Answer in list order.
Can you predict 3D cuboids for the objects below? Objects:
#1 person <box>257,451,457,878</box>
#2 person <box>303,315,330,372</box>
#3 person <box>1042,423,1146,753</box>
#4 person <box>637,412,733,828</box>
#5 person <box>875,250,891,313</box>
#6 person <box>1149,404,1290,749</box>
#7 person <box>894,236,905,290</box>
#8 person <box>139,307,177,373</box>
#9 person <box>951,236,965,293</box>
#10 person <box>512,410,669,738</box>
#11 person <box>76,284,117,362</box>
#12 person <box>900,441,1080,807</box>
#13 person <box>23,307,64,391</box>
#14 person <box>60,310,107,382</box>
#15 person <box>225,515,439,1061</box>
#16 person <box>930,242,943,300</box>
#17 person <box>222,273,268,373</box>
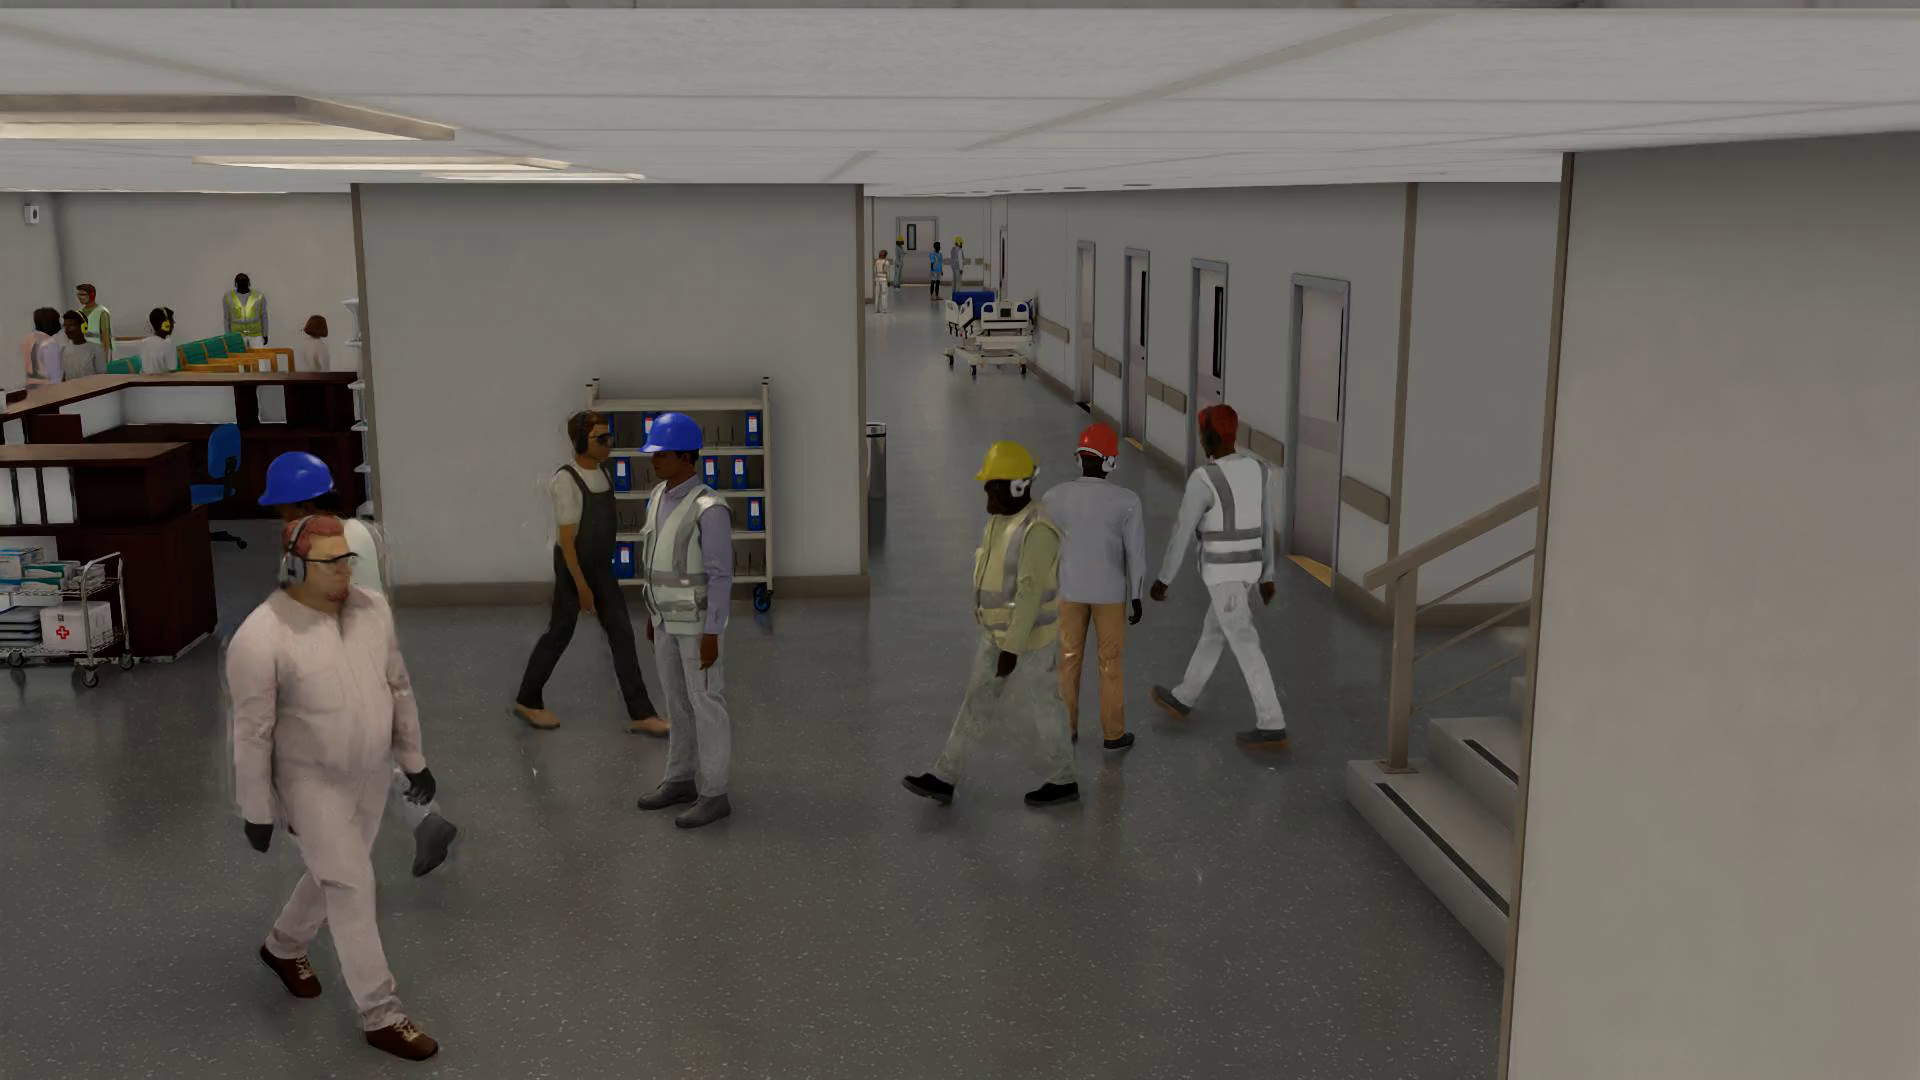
[{"bbox_3d":[-2.491,0.572,6.857,0.588,1.921,0.636,3,12,13],"label":"person"},{"bbox_3d":[-7.328,-1.750,18.956,0.504,1.623,0.410,10,15,39],"label":"person"},{"bbox_3d":[0.712,0.251,8.840,0.573,1.749,0.342,4,12,20],"label":"person"},{"bbox_3d":[-1.290,0.367,7.793,0.389,1.949,0.603,-10,15,-39],"label":"person"},{"bbox_3d":[-2.005,-6.683,43.033,0.514,1.630,0.318,11,16,42],"label":"person"},{"bbox_3d":[1.418,0.187,8.995,0.598,1.832,1.015,-11,16,-42],"label":"person"},{"bbox_3d":[-1.948,-8.947,53.843,0.340,1.735,0.483,3,12,16],"label":"person"},{"bbox_3d":[-7.938,-1.394,16.625,0.563,1.852,0.397,7,13,29],"label":"person"},{"bbox_3d":[-0.060,-8.083,49.373,0.404,1.830,0.600,-5,13,-25],"label":"person"},{"bbox_3d":[-2.060,0.187,9.049,0.972,1.807,0.504,5,13,24],"label":"person"},{"bbox_3d":[-11.272,-2.426,21.739,0.560,1.835,0.391,6,13,28],"label":"person"},{"bbox_3d":[0.186,0.430,7.885,0.897,1.788,0.596,-5,13,-25],"label":"person"},{"bbox_3d":[-9.242,-1.464,17.031,0.521,1.830,0.653,-10,15,-40],"label":"person"},{"bbox_3d":[-8.429,-1.274,16.012,0.524,1.871,0.325,3,12,12],"label":"person"},{"bbox_3d":[-2.216,0.816,5.809,0.944,1.870,0.643,5,13,24],"label":"person"},{"bbox_3d":[-0.681,-7.840,48.515,0.322,1.697,0.535,9,15,38],"label":"person"},{"bbox_3d":[-10.710,-3.086,24.972,0.620,1.835,0.431,-4,12,-21],"label":"person"}]
